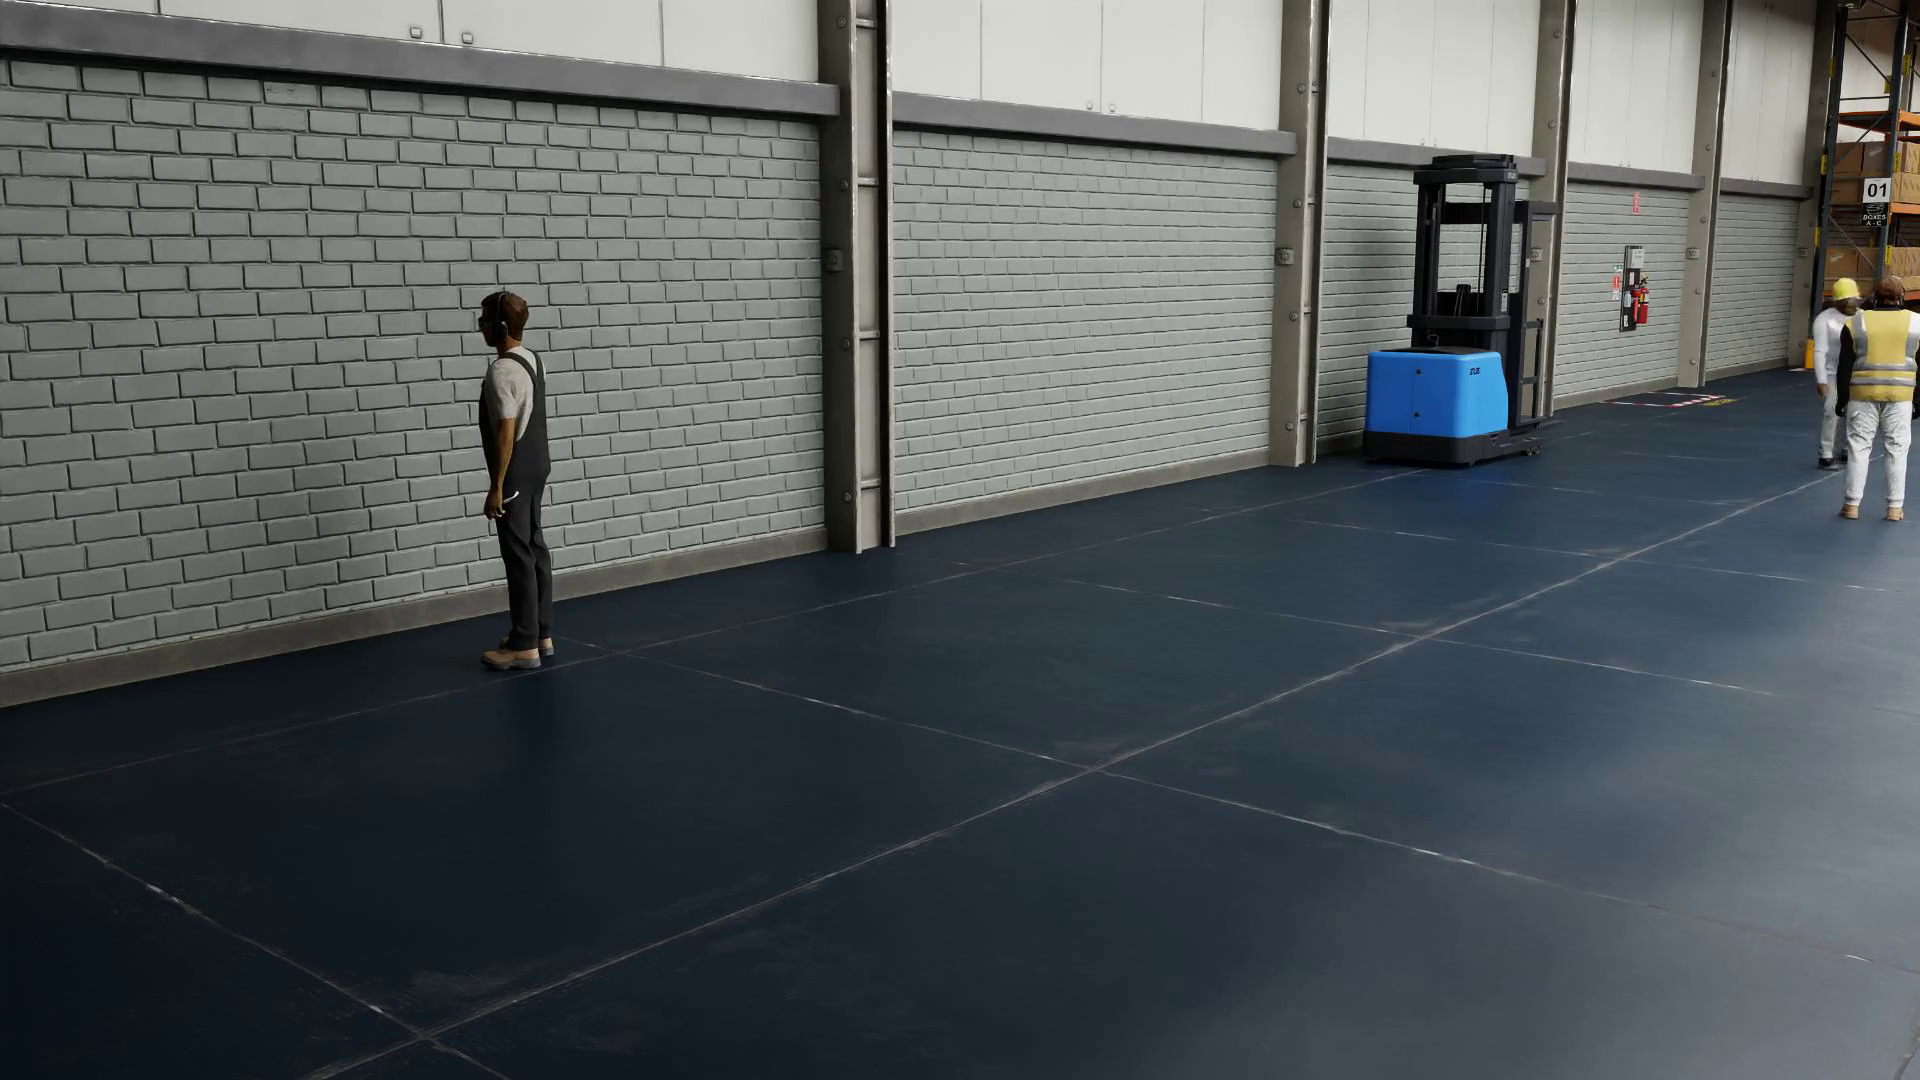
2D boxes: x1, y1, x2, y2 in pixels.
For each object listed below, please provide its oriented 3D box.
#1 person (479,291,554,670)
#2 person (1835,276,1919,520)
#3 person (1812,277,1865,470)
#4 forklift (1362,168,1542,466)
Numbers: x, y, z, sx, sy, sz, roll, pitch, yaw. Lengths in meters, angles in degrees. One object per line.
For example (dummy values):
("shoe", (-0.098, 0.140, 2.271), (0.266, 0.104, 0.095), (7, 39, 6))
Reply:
("person", (-2.205, -0.297, 8.209), (0.345, 1.846, 0.508), (1, 10, 5))
("person", (7.010, -1.080, 12.675), (0.620, 1.845, 0.429), (4, 11, 23))
("person", (8.166, -1.532, 15.412), (0.636, 1.788, 0.452), (-3, 10, -16))
("forklift", (4.875, -2.212, 16.287), (1.129, 2.768, 1.873), (8, 13, 40))
